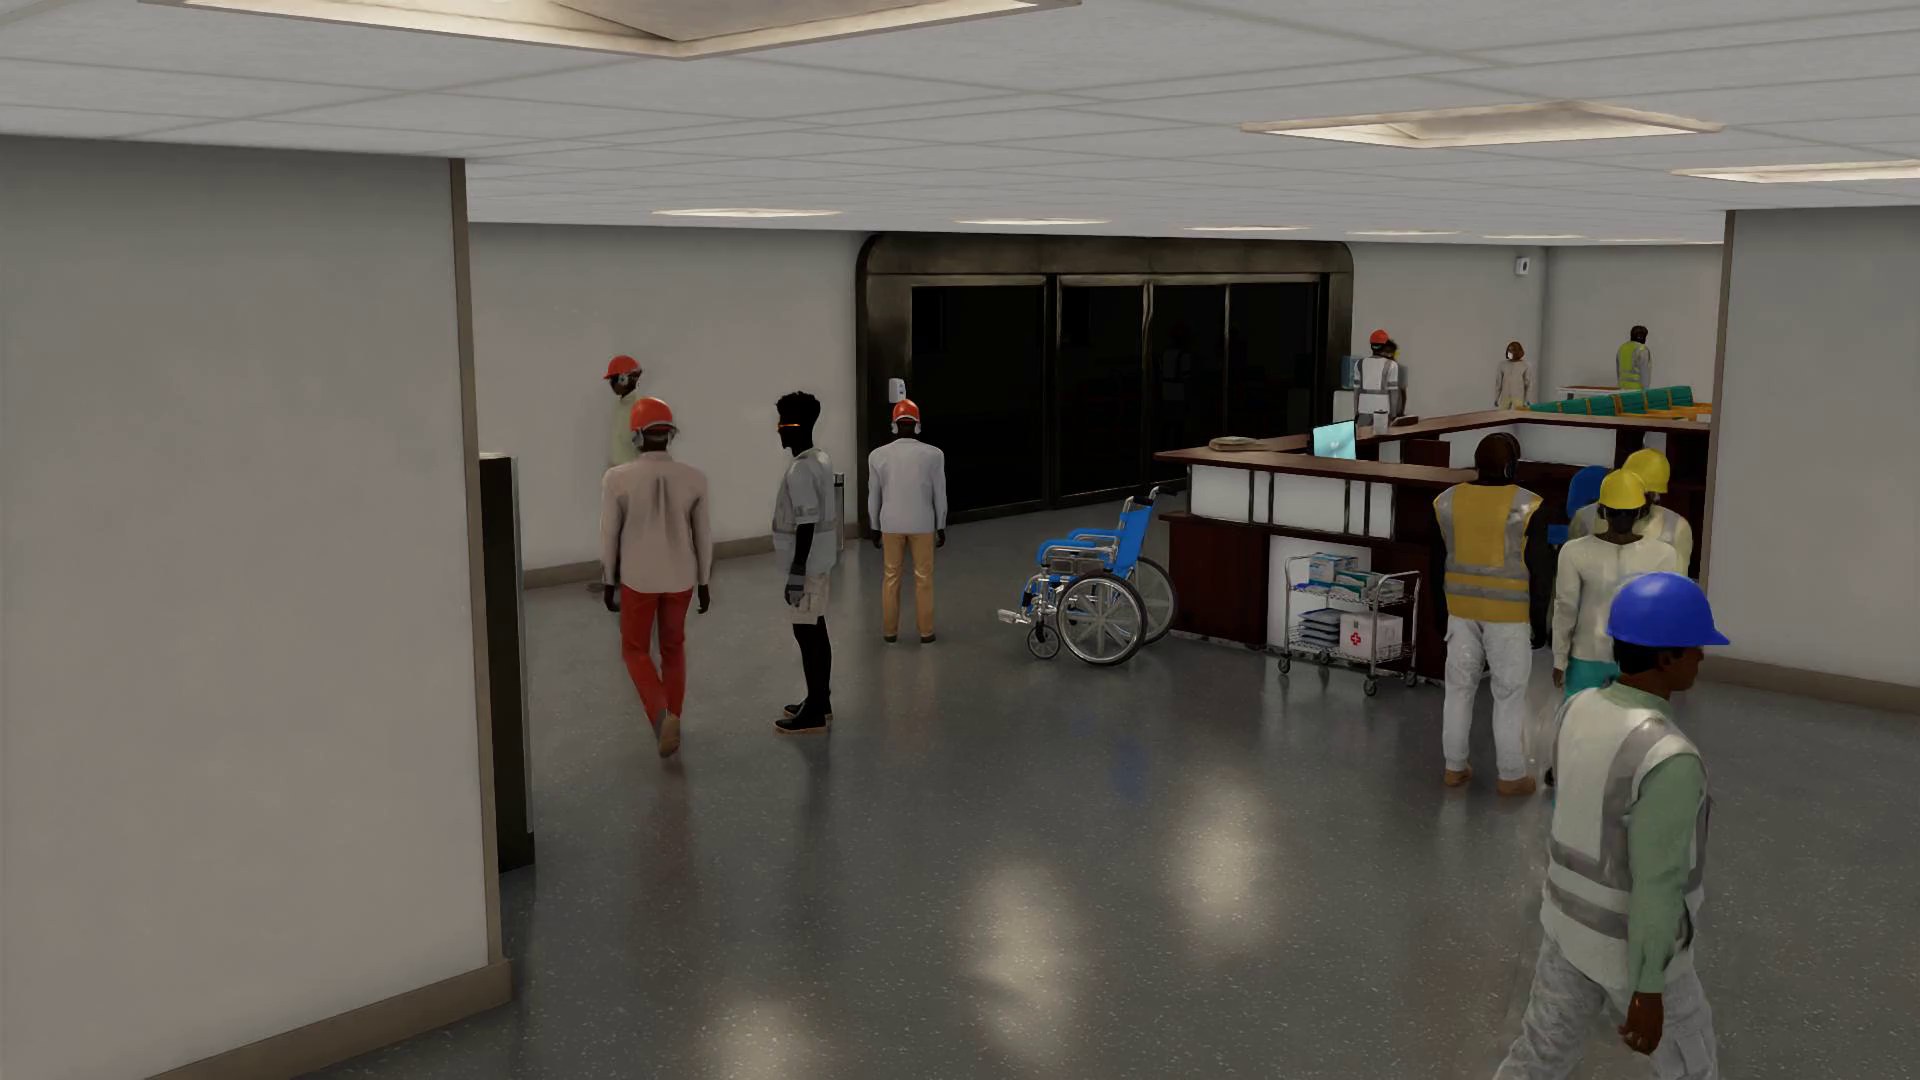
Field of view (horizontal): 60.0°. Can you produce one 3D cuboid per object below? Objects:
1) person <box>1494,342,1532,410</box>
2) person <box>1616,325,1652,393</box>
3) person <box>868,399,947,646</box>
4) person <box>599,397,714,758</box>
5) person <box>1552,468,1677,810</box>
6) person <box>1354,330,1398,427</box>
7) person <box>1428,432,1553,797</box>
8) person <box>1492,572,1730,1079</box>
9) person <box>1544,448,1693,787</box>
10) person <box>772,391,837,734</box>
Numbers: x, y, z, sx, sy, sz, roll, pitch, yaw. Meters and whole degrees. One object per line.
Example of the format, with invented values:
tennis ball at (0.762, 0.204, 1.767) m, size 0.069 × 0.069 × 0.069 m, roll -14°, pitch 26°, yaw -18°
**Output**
person at (7.844, -1.999, 23.612) m, size 0.507 × 1.631 × 0.281 m, roll 6°, pitch 11°, yaw 33°
person at (9.861, -2.211, 24.299) m, size 0.430 × 1.838 × 0.619 m, roll -3°, pitch 10°, yaw -16°
person at (-0.368, -0.122, 11.763) m, size 0.564 × 1.743 × 0.351 m, roll 1°, pitch 9°, yaw 6°
person at (-1.630, 0.211, 9.046) m, size 0.615 × 1.970 × 0.779 m, roll -5°, pitch 10°, yaw -27°
person at (2.969, 0.550, 7.574) m, size 0.529 × 1.767 × 0.329 m, roll 1°, pitch 9°, yaw 8°
person at (5.026, -1.572, 20.103) m, size 0.546 × 1.928 × 0.388 m, roll 6°, pitch 11°, yaw 34°
person at (2.692, 0.373, 8.433) m, size 0.619 × 1.845 × 0.430 m, roll 8°, pitch 12°, yaw 40°
person at (1.732, 1.013, 4.353) m, size 0.984 × 1.900 × 0.623 m, roll -1°, pitch 9°, yaw -8°
person at (3.258, 0.429, 8.233) m, size 0.634 × 1.800 × 0.481 m, roll 5°, pitch 11°, yaw 28°
person at (-0.895, 0.127, 9.550) m, size 0.361 × 1.964 × 0.616 m, roll 1°, pitch 9°, yaw 6°
